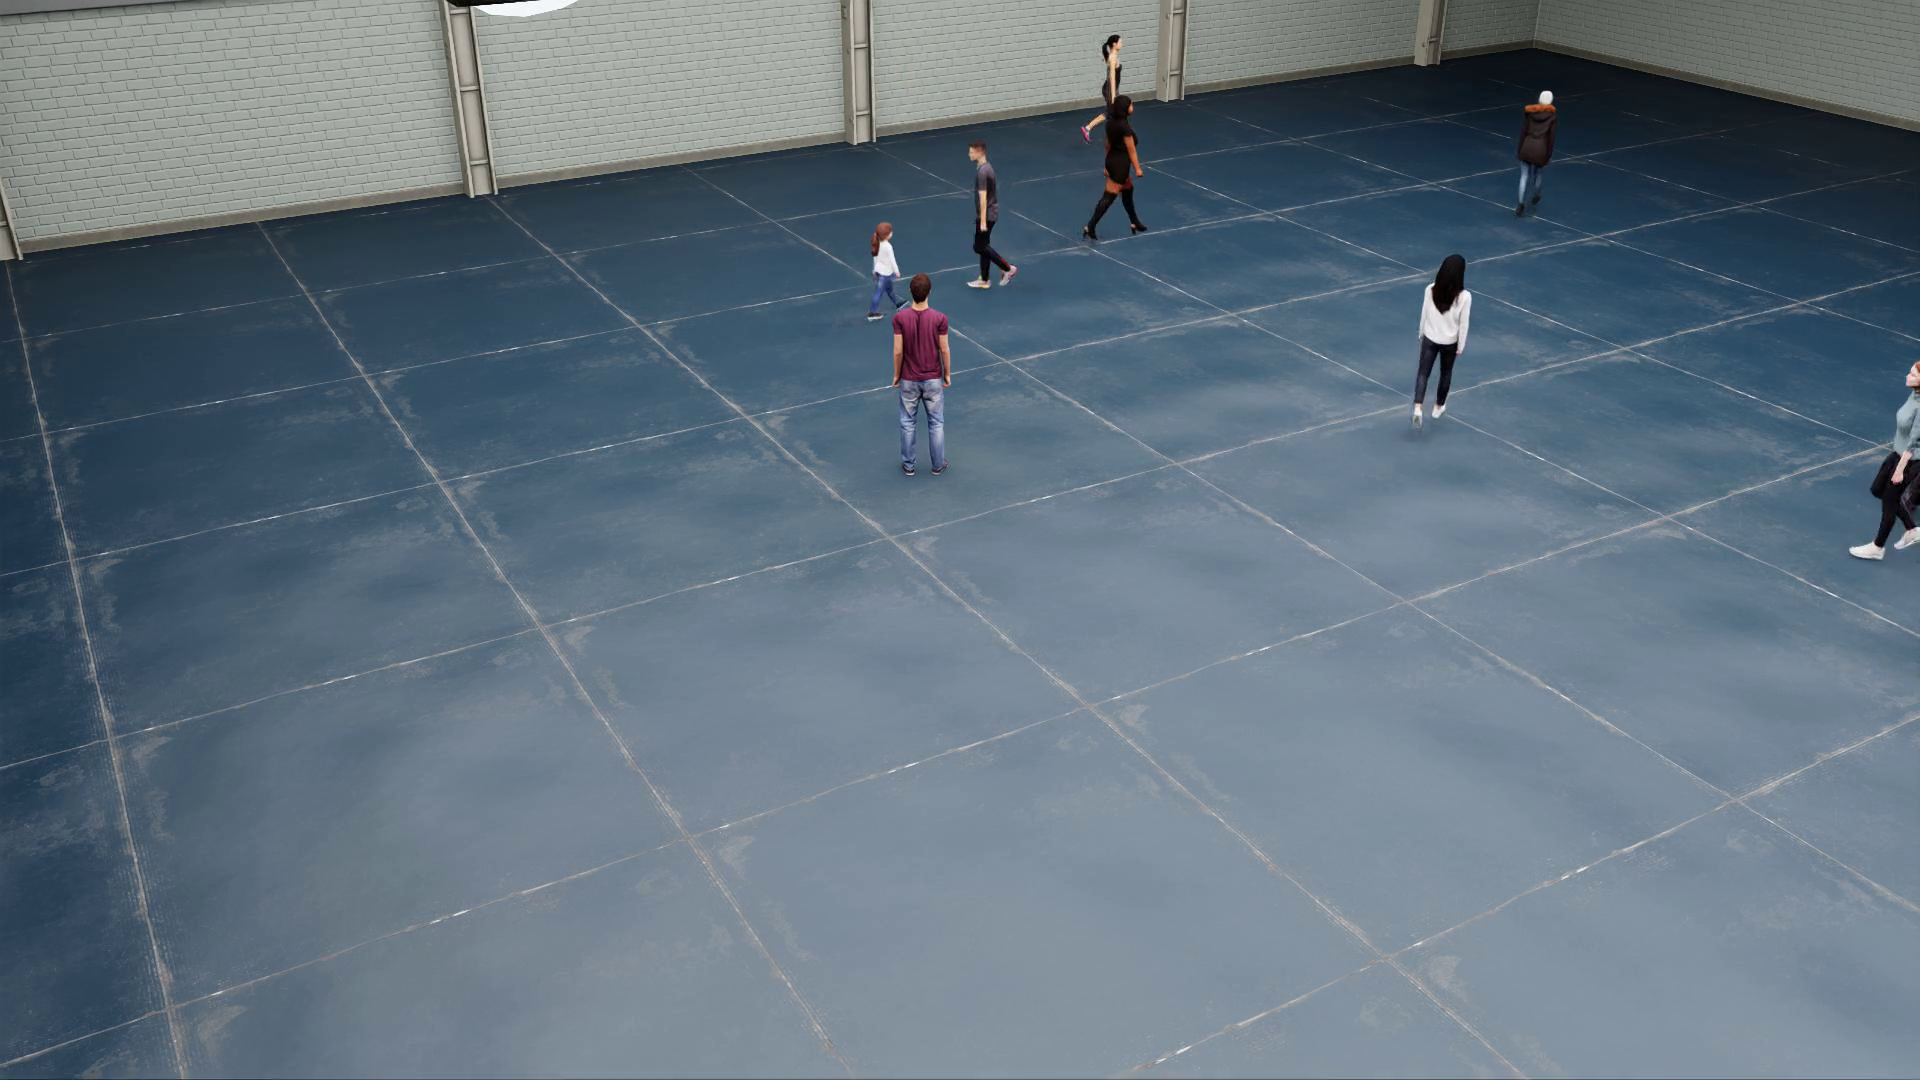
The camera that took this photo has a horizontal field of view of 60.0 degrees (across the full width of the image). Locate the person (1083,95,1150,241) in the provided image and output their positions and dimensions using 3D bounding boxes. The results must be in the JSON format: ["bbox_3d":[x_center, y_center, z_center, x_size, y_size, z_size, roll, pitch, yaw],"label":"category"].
[{"bbox_3d":[1.919,-4.640,20.997,1.247,1.807,0.812,-9,29,-17],"label":"person"}]

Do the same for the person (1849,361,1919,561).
[{"bbox_3d":[7.594,-0.602,13.233,0.886,1.734,0.839,10,29,19],"label":"person"}]

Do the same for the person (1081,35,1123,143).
[{"bbox_3d":[2.196,-6.781,25.265,0.996,1.705,0.842,1,27,1],"label":"person"}]

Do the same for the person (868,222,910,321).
[{"bbox_3d":[-0.902,-2.990,18.586,0.775,1.080,0.444,-16,31,-28],"label":"person"}]

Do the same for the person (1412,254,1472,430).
[{"bbox_3d":[4.515,-1.858,15.735,0.972,1.678,1.115,12,30,22],"label":"person"}]

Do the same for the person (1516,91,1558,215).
[{"bbox_3d":[7.650,-5.143,22.211,0.990,1.589,1.139,12,30,22],"label":"person"}]

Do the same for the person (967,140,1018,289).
[{"bbox_3d":[0.380,-3.758,19.354,0.970,1.743,0.888,-2,27,-4],"label":"person"}]

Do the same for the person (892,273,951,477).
[{"bbox_3d":[-0.347,-1.466,14.782,0.671,1.852,0.803,0,27,0],"label":"person"}]
